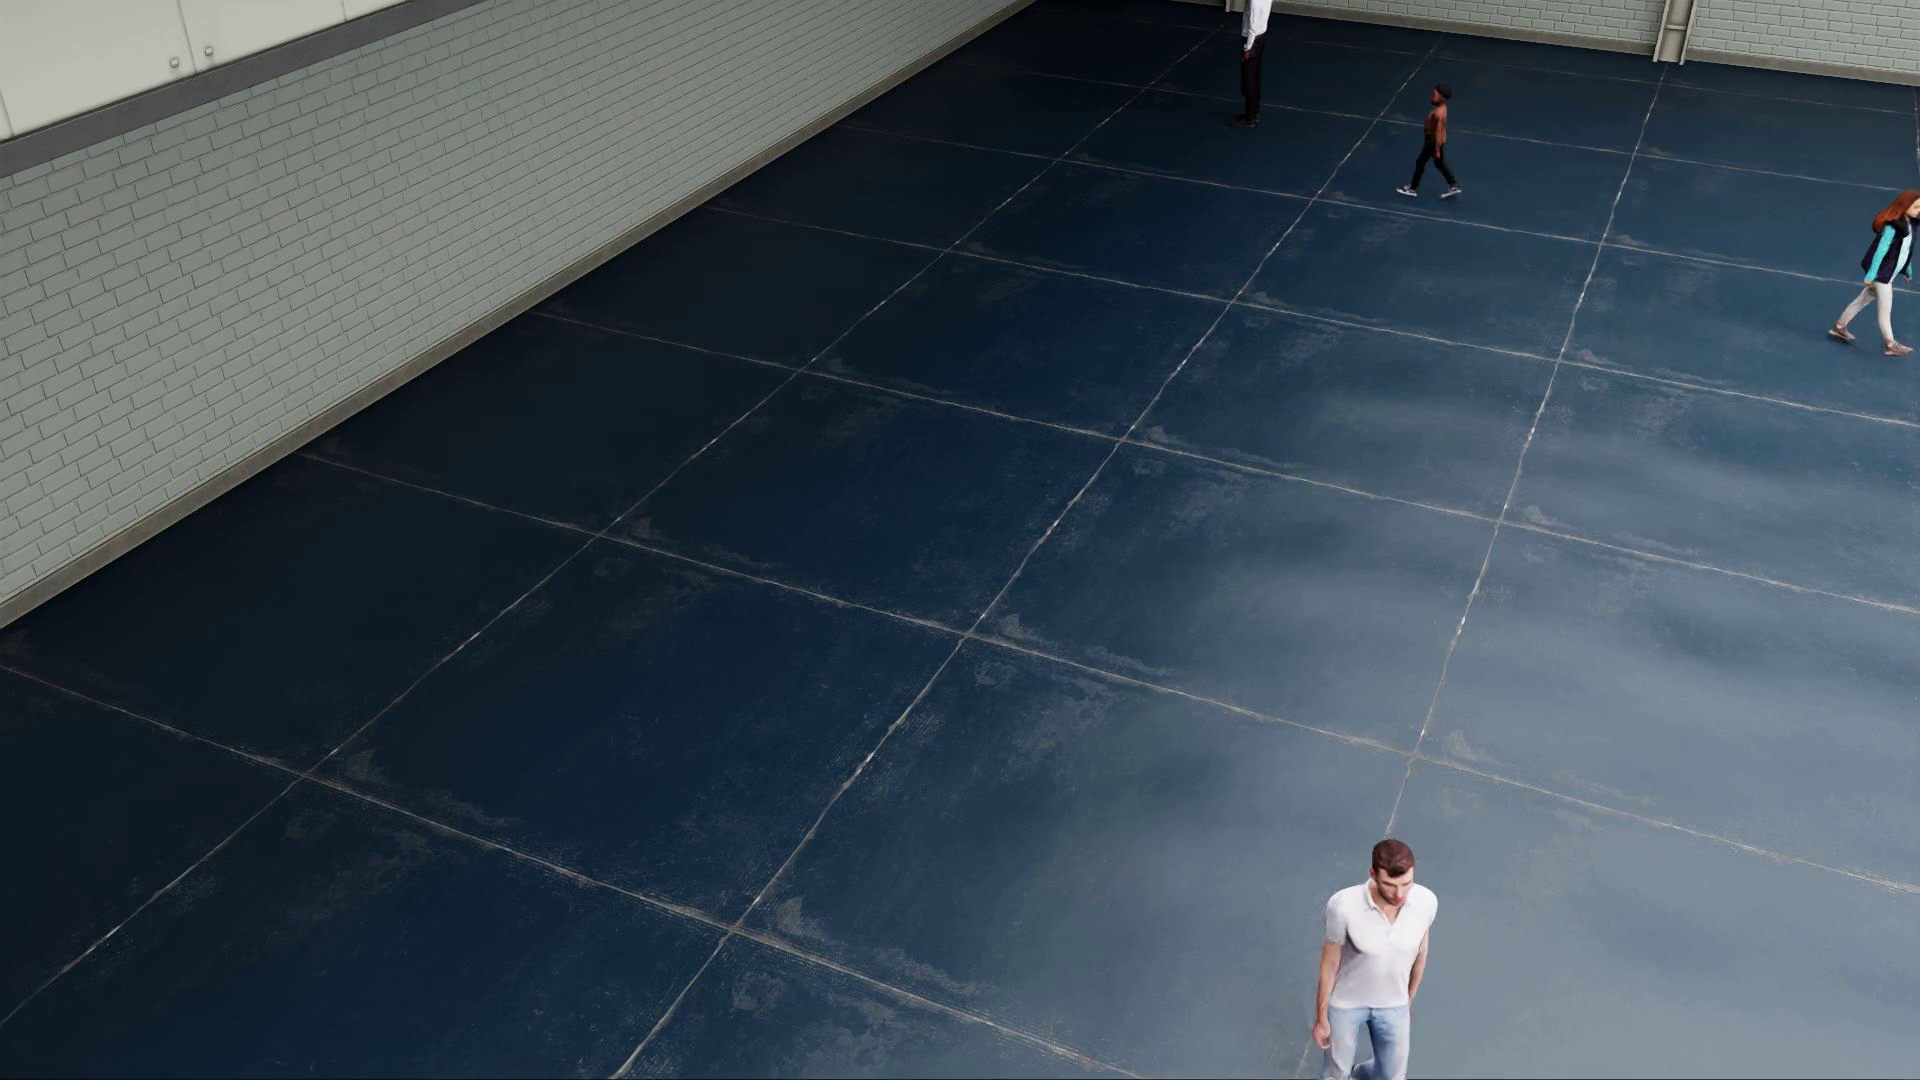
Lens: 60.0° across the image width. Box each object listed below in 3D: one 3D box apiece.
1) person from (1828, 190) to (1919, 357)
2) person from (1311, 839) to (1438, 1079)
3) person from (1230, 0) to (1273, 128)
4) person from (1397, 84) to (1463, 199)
[{"bbox_3d":[8.051,-2.373,14.610,0.832,1.458,1.047,-25,40,-34],"label":"person"},{"bbox_3d":[1.771,1.974,7.366,0.772,1.836,0.852,-1,32,-2],"label":"person"},{"bbox_3d":[3.486,-5.853,19.774,0.525,1.835,0.652,16,36,23],"label":"person"},{"bbox_3d":[5.147,-4.236,17.772,0.907,1.235,0.568,13,34,19],"label":"person"}]
